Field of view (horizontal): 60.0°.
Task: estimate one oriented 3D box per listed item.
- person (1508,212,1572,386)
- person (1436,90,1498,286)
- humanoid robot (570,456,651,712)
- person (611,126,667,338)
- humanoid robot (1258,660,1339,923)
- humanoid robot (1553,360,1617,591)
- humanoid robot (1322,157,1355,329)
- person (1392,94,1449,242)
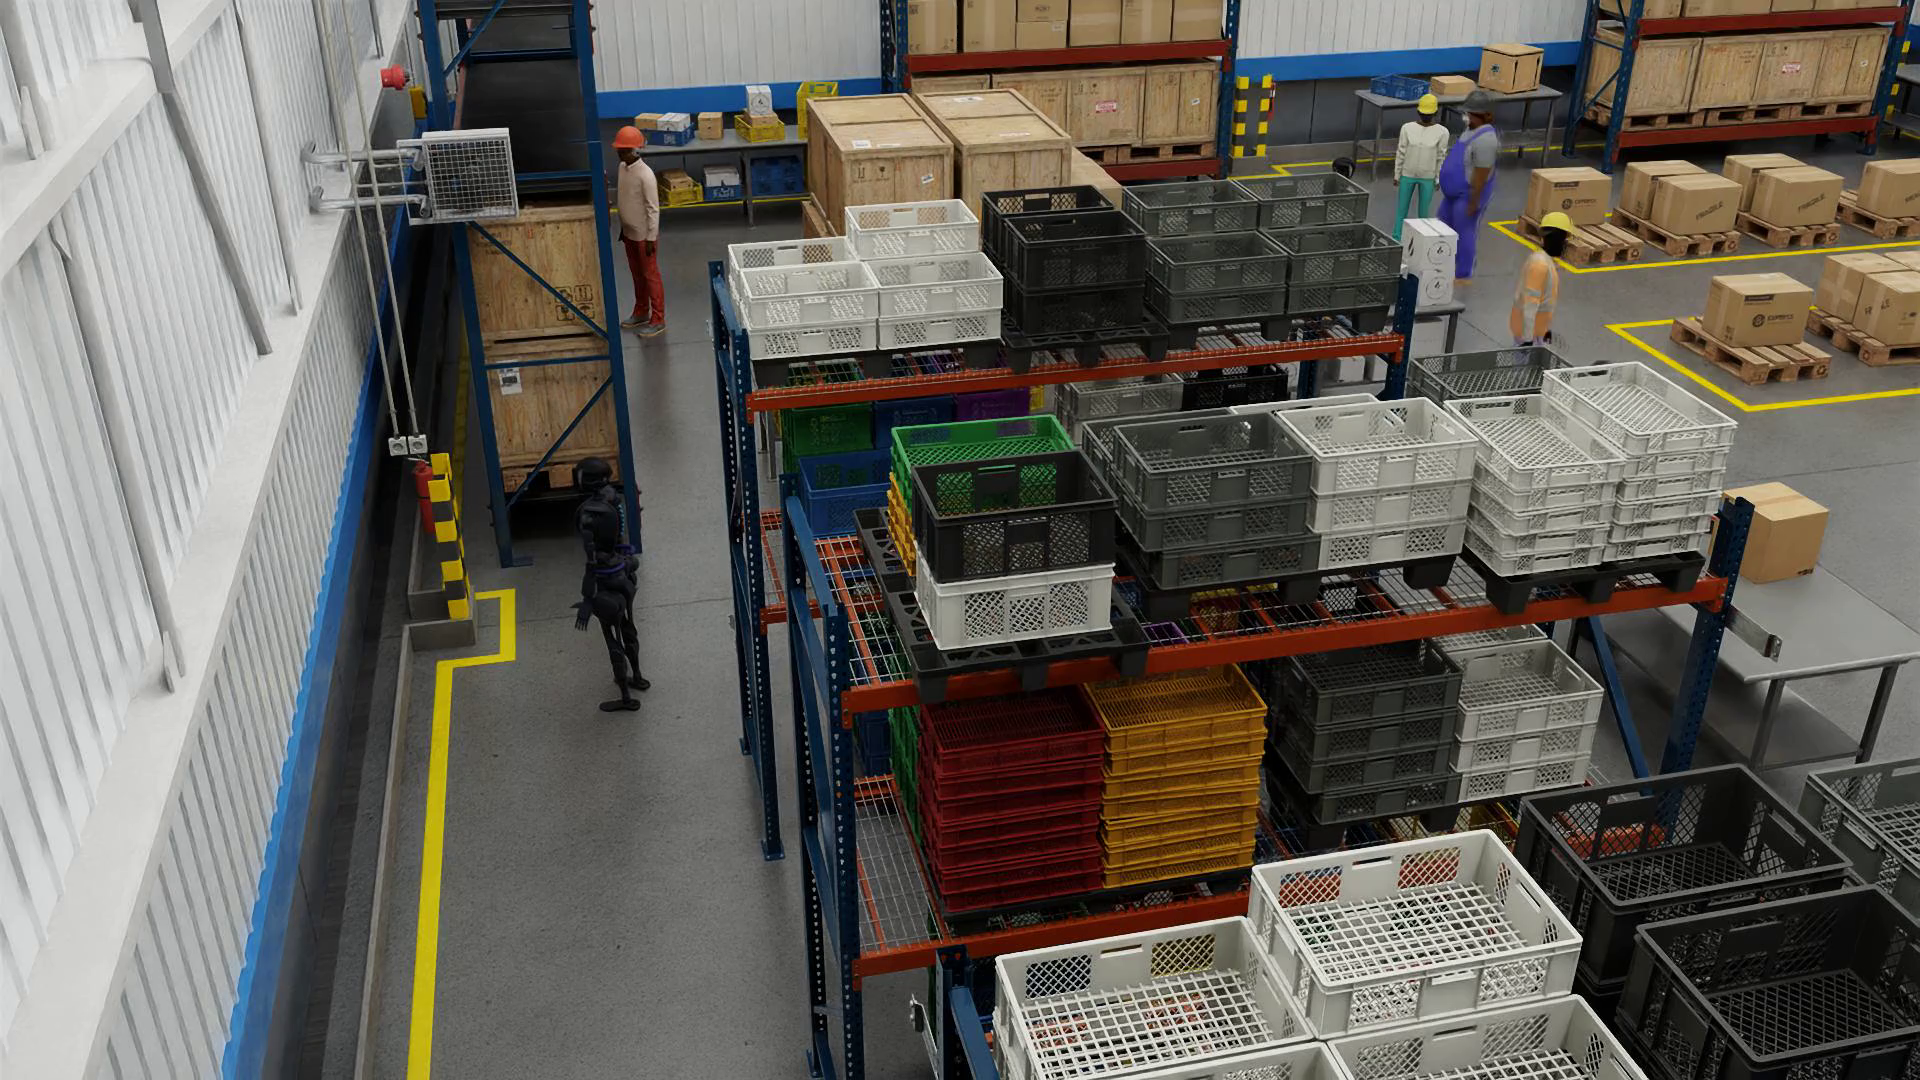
[{"bbox_3d":[4.657,-1.735,13.625,0.377,1.880,0.653,14,31,25],"label":"person"},{"bbox_3d":[5.145,-3.578,16.937,0.536,2.000,0.710,2,28,3],"label":"person"},{"bbox_3d":[-2.132,0.255,10.036,0.331,1.657,0.600,4,28,8],"label":"humanoid robot"},{"bbox_3d":[-3.047,-2.918,15.732,0.376,1.997,0.610,-21,34,-34],"label":"person"},{"bbox_3d":[1.675,1.289,8.093,0.391,1.646,0.679,18,33,31],"label":"humanoid robot"},{"bbox_3d":[4.318,-0.460,11.412,0.599,1.640,0.538,25,37,39],"label":"humanoid robot"},{"bbox_3d":[3.562,-2.857,15.954,0.360,1.648,0.570,-1,28,-1],"label":"humanoid robot"},{"bbox_3d":[4.911,-3.892,17.826,0.522,1.766,0.311,9,29,16],"label":"person"}]
